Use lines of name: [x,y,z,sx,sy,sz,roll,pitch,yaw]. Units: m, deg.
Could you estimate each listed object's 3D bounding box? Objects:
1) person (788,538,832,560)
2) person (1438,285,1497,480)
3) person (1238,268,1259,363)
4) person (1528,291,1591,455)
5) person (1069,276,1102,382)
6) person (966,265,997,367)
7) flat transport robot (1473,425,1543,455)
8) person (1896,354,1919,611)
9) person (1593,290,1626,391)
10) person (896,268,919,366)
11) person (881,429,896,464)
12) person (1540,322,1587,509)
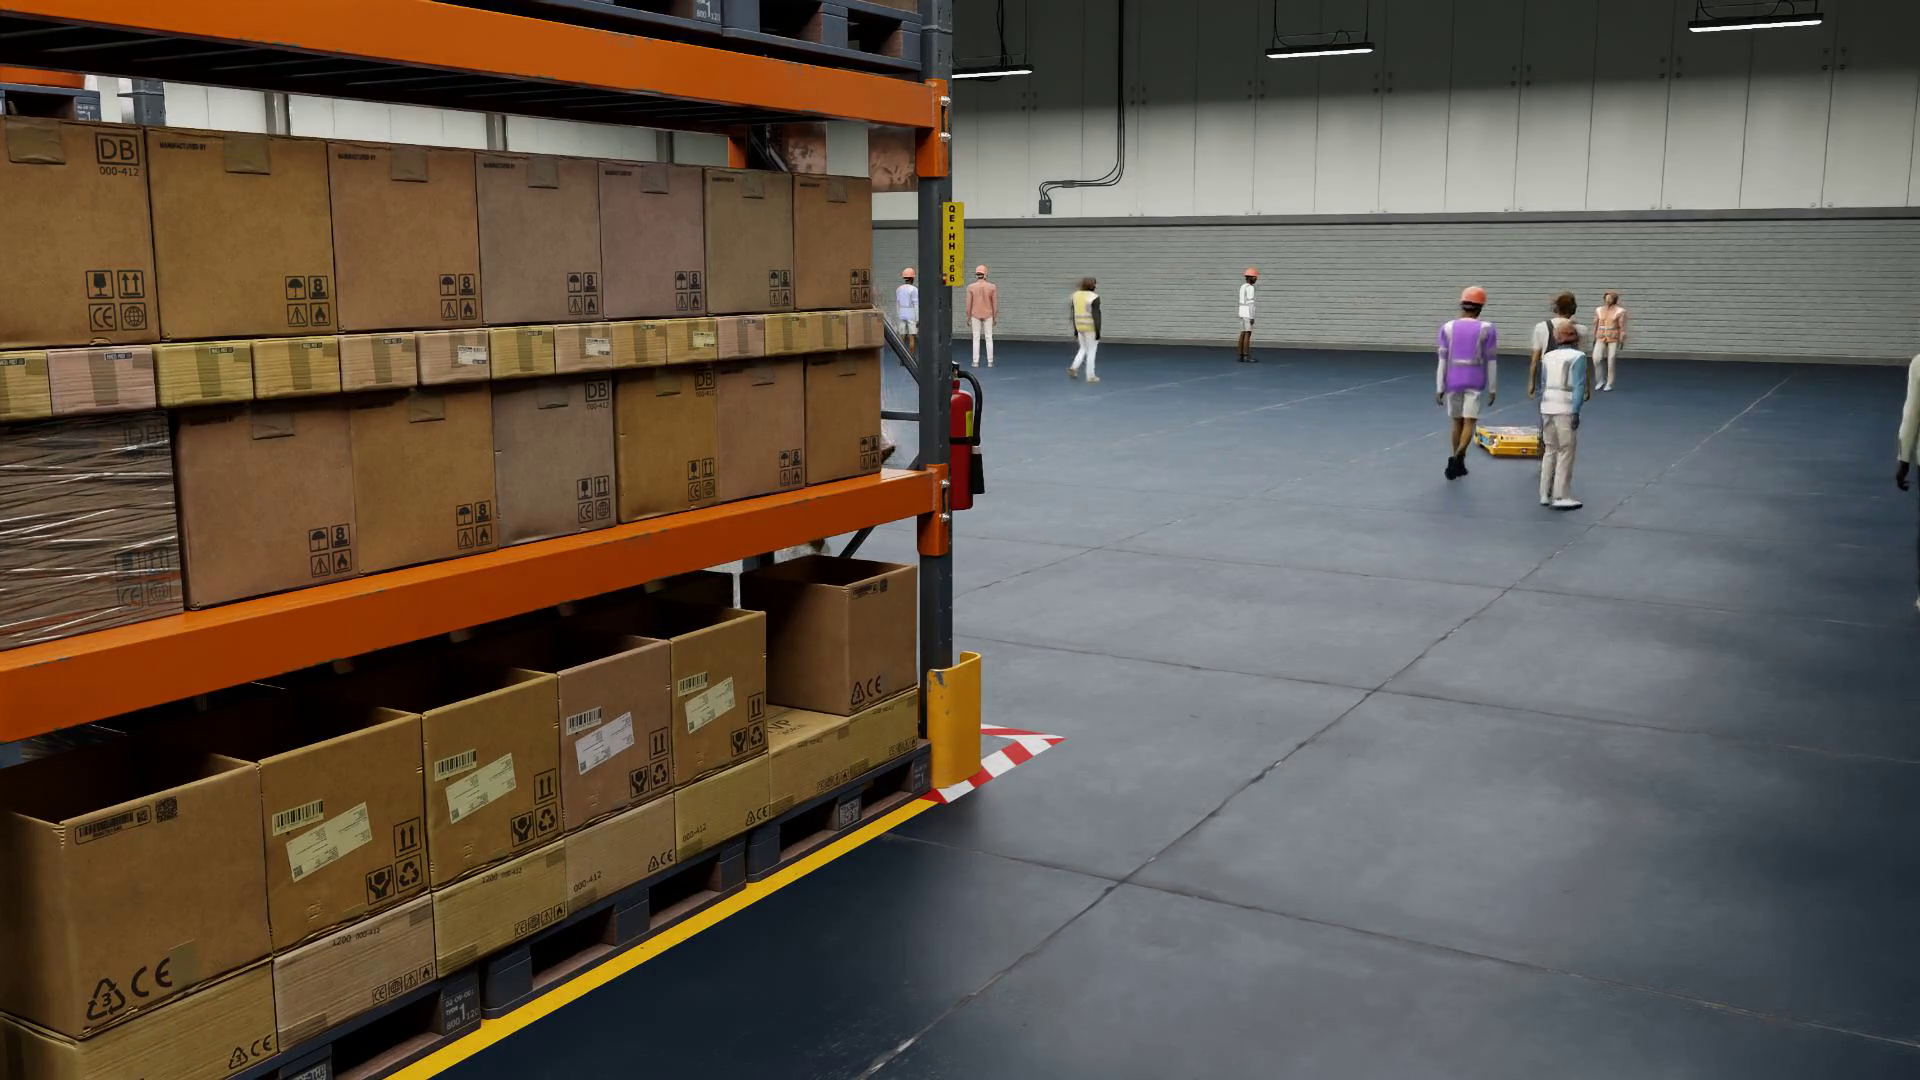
person: [-0.847,-0.097,8.635,0.491,1.623,0.518,-4,11,-24]
person: [4.901,-1.513,16.151,0.558,1.912,0.858,6,11,31]
person: [5.918,-4.606,34.116,0.375,1.934,0.547,-2,10,-11]
person: [5.996,-1.549,16.540,0.555,1.820,0.750,7,12,37]
person: [2.204,-3.641,28.766,0.457,1.833,0.646,-8,13,-40]
person: [0.426,-4.409,32.797,0.613,1.991,0.392,0,10,-2]
flat transport robot: [6.181,-1.122,18.578,0.652,0.197,1.431,2,10,9]
person: [5.967,-0.485,9.891,0.647,1.962,0.819,8,12,38]
person: [10.419,-3.195,26.744,0.537,1.617,0.511,8,13,40]
person: [-1.005,-4.410,32.950,0.546,1.942,0.353,8,12,39]
person: [-1.135,-1.684,17.201,0.941,1.869,0.654,-4,11,-23]
person: [5.224,-1.077,14.409,0.397,1.605,0.644,-3,10,-20]
